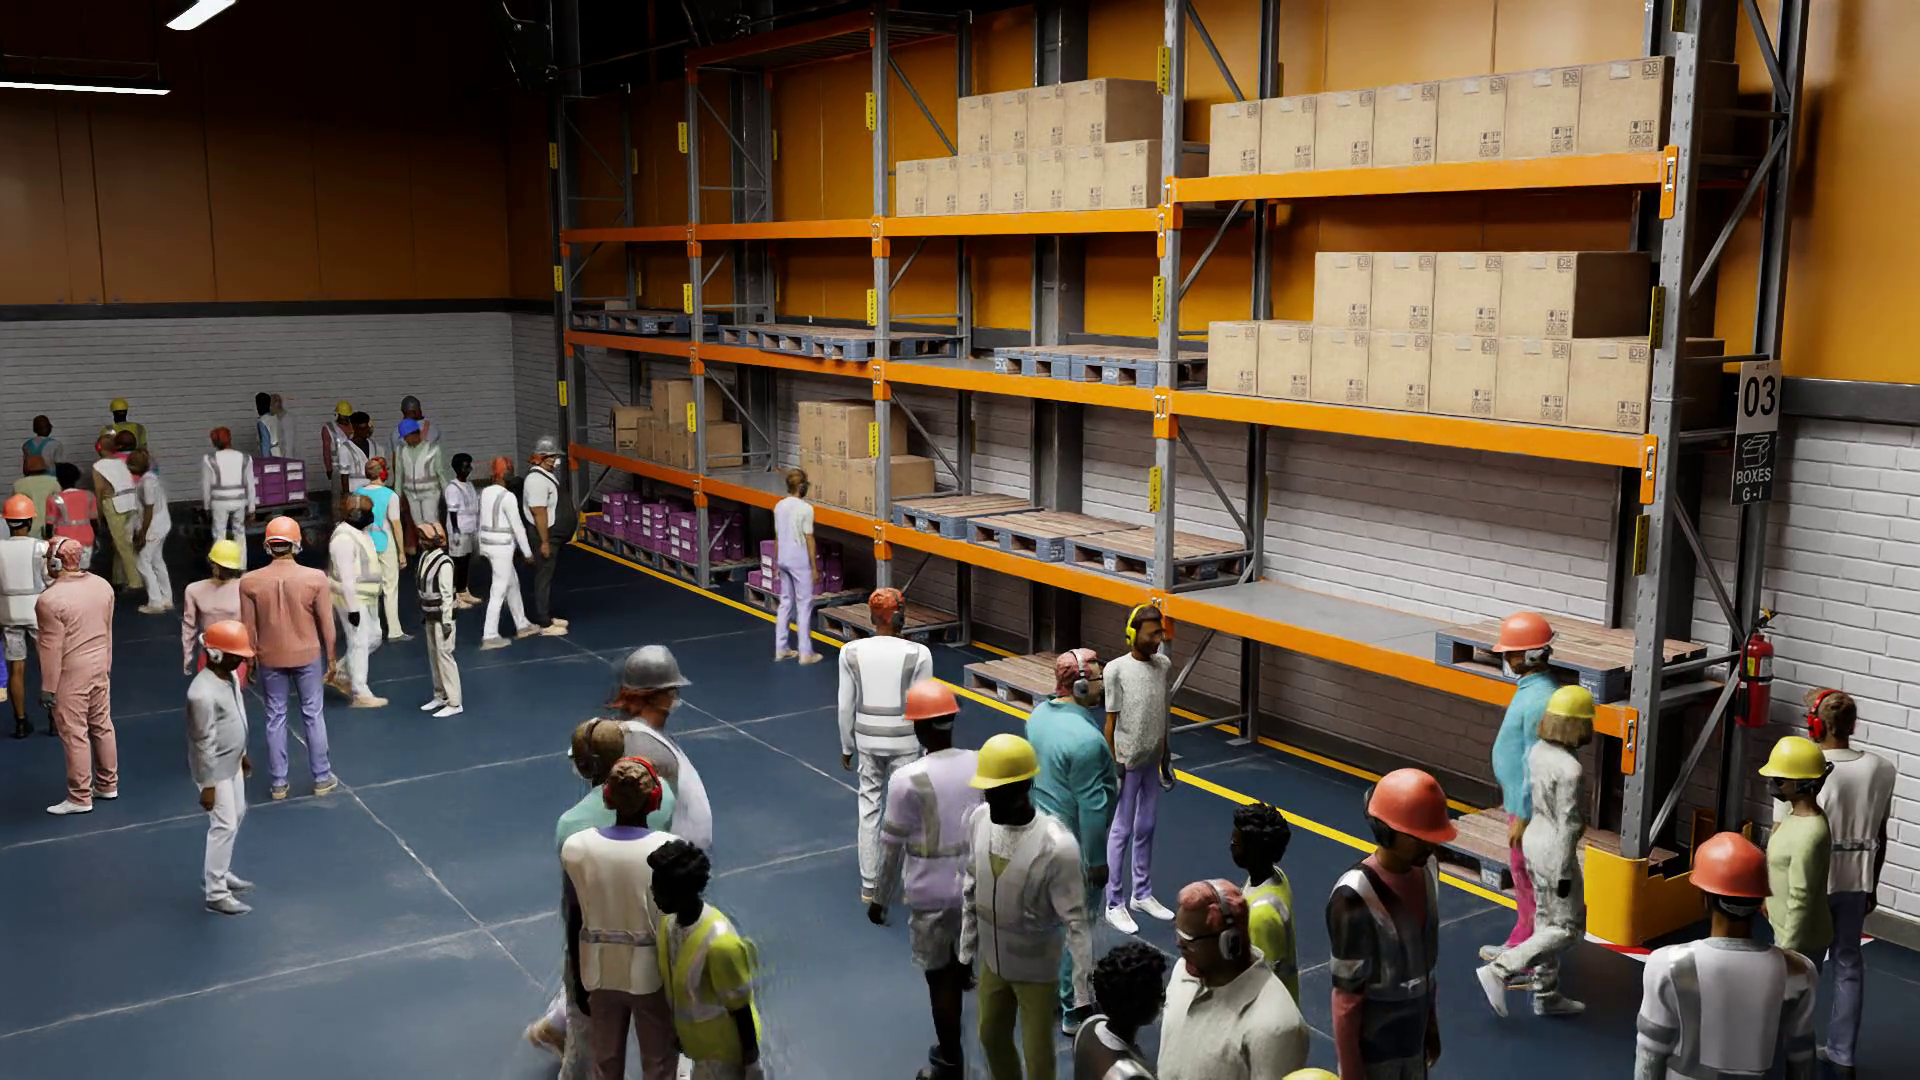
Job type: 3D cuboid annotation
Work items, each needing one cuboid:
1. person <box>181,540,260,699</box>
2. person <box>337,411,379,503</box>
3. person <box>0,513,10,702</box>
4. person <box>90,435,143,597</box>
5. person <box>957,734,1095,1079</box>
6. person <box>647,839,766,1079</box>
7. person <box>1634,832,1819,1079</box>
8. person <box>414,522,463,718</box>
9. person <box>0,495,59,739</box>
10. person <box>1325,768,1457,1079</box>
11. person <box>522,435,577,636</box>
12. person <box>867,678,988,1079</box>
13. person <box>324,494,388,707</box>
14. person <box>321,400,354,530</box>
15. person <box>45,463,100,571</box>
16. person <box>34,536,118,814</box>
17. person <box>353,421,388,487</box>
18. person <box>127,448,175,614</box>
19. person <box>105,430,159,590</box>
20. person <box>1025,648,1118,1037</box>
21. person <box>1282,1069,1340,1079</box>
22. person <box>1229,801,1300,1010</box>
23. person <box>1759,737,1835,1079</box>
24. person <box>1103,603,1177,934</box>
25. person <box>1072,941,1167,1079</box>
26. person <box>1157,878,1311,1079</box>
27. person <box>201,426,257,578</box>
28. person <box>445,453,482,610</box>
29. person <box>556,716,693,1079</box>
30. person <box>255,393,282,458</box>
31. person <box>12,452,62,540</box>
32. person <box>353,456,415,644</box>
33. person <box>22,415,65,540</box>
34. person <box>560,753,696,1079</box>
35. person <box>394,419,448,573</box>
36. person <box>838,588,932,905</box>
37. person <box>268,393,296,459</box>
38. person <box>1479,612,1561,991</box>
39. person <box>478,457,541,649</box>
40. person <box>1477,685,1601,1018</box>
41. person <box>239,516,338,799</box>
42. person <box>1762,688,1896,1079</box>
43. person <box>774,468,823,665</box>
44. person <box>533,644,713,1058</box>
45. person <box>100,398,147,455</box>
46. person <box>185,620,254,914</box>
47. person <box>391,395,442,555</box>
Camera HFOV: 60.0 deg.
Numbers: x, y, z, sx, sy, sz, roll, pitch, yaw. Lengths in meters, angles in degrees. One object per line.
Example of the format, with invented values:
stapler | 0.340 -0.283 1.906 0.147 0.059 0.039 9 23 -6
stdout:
person | -5.440 0.857 12.271 0.550 1.742 0.353 -1 10 -7
person | -7.236 -0.586 20.119 0.376 1.958 0.599 4 11 23
person | -8.444 0.393 14.109 0.688 2.000 0.538 -3 10 -17
person | -9.554 -0.285 18.820 0.652 1.802 0.631 1 10 8
person | 0.279 1.713 6.713 0.756 1.925 0.478 9 13 44
person | -0.881 1.900 6.419 0.808 1.651 0.542 -6 12 -33
person | 2.498 1.913 5.514 0.544 1.930 0.387 1 10 8
person | -4.320 0.655 13.790 0.314 1.632 0.523 -7 12 -36
person | -7.370 0.607 13.153 0.546 1.939 0.375 -2 10 -9
person | 1.554 1.789 5.970 0.410 2.028 0.617 9 13 43
person | -4.135 -0.065 16.801 0.536 2.000 0.696 -2 10 -10
person | -0.106 1.575 7.551 0.562 1.906 0.557 -7 12 -37
person | -5.114 0.516 14.040 0.477 1.825 0.642 -1 10 -5
person | -8.537 -1.030 23.105 0.403 1.822 0.589 8 13 39
person | -9.246 0.039 17.375 0.756 1.684 0.540 6 11 31
person | -6.080 0.919 11.407 0.408 1.913 0.641 2 10 9
person | -7.525 -0.665 21.131 0.533 1.765 0.330 3 10 17
person | -8.599 -0.088 17.656 0.406 1.811 0.518 -5 11 -26
person | -9.490 -0.343 19.056 0.431 1.836 0.619 9 13 41
person | 0.574 1.470 8.180 0.406 1.911 0.639 -4 10 -22
person | 0.878 2.207 4.360 0.320 1.737 0.485 2 10 13
person | 1.175 1.854 6.542 0.317 1.695 0.540 2 10 10
person | 3.593 1.711 7.208 0.340 1.761 0.527 4 11 24
person | 1.024 1.275 9.433 0.511 1.872 0.328 -8 13 -39
person | 0.484 2.078 5.242 0.323 1.689 0.537 -2 10 -12
person | 0.804 1.979 5.240 0.403 1.897 0.654 -4 11 -23
person | -8.512 -0.416 19.420 0.586 1.845 0.770 -8 13 -41
person | -5.394 -0.106 18.042 0.320 1.697 0.537 1 10 5
person | -1.481 1.661 7.125 0.923 1.897 0.647 8 13 40
person | -9.629 -1.105 23.269 0.370 1.915 0.596 -1 10 -3
person | -10.362 -0.180 18.701 0.382 1.620 0.510 9 13 44
person | -5.702 0.109 16.347 0.565 1.846 0.390 4 10 22
person | -11.432 -0.644 20.820 0.503 1.837 0.337 0 10 3
person | -1.305 1.771 6.635 0.561 1.836 0.391 1 10 9
person | -6.466 -0.531 20.034 0.612 1.875 0.859 2 10 11
person | -0.422 1.211 9.770 0.575 1.883 0.362 2 10 12
person | -9.610 -1.121 23.417 0.647 1.906 0.433 7 12 36
person | 2.936 1.349 8.660 0.388 1.987 0.608 3 10 18
person | -4.388 0.110 16.306 0.838 1.858 0.576 -8 13 -40
person | 2.873 1.554 8.205 0.521 1.719 0.496 0 10 -2
person | -4.716 0.824 11.720 0.623 1.989 0.399 -2 10 -14
person | 3.981 1.597 7.647 0.563 1.836 0.385 -1 10 -4
person | -1.529 0.247 15.582 0.520 1.836 0.358 9 13 43
person | -1.561 1.461 7.841 0.915 2.000 0.684 -2 10 -10
person | -11.165 -0.934 22.236 0.374 1.923 0.595 8 12 38
person | -4.304 1.308 9.655 0.479 1.726 0.619 -1 10 -7
person | -7.013 -0.840 21.350 0.537 2.000 0.675 9 13 42
